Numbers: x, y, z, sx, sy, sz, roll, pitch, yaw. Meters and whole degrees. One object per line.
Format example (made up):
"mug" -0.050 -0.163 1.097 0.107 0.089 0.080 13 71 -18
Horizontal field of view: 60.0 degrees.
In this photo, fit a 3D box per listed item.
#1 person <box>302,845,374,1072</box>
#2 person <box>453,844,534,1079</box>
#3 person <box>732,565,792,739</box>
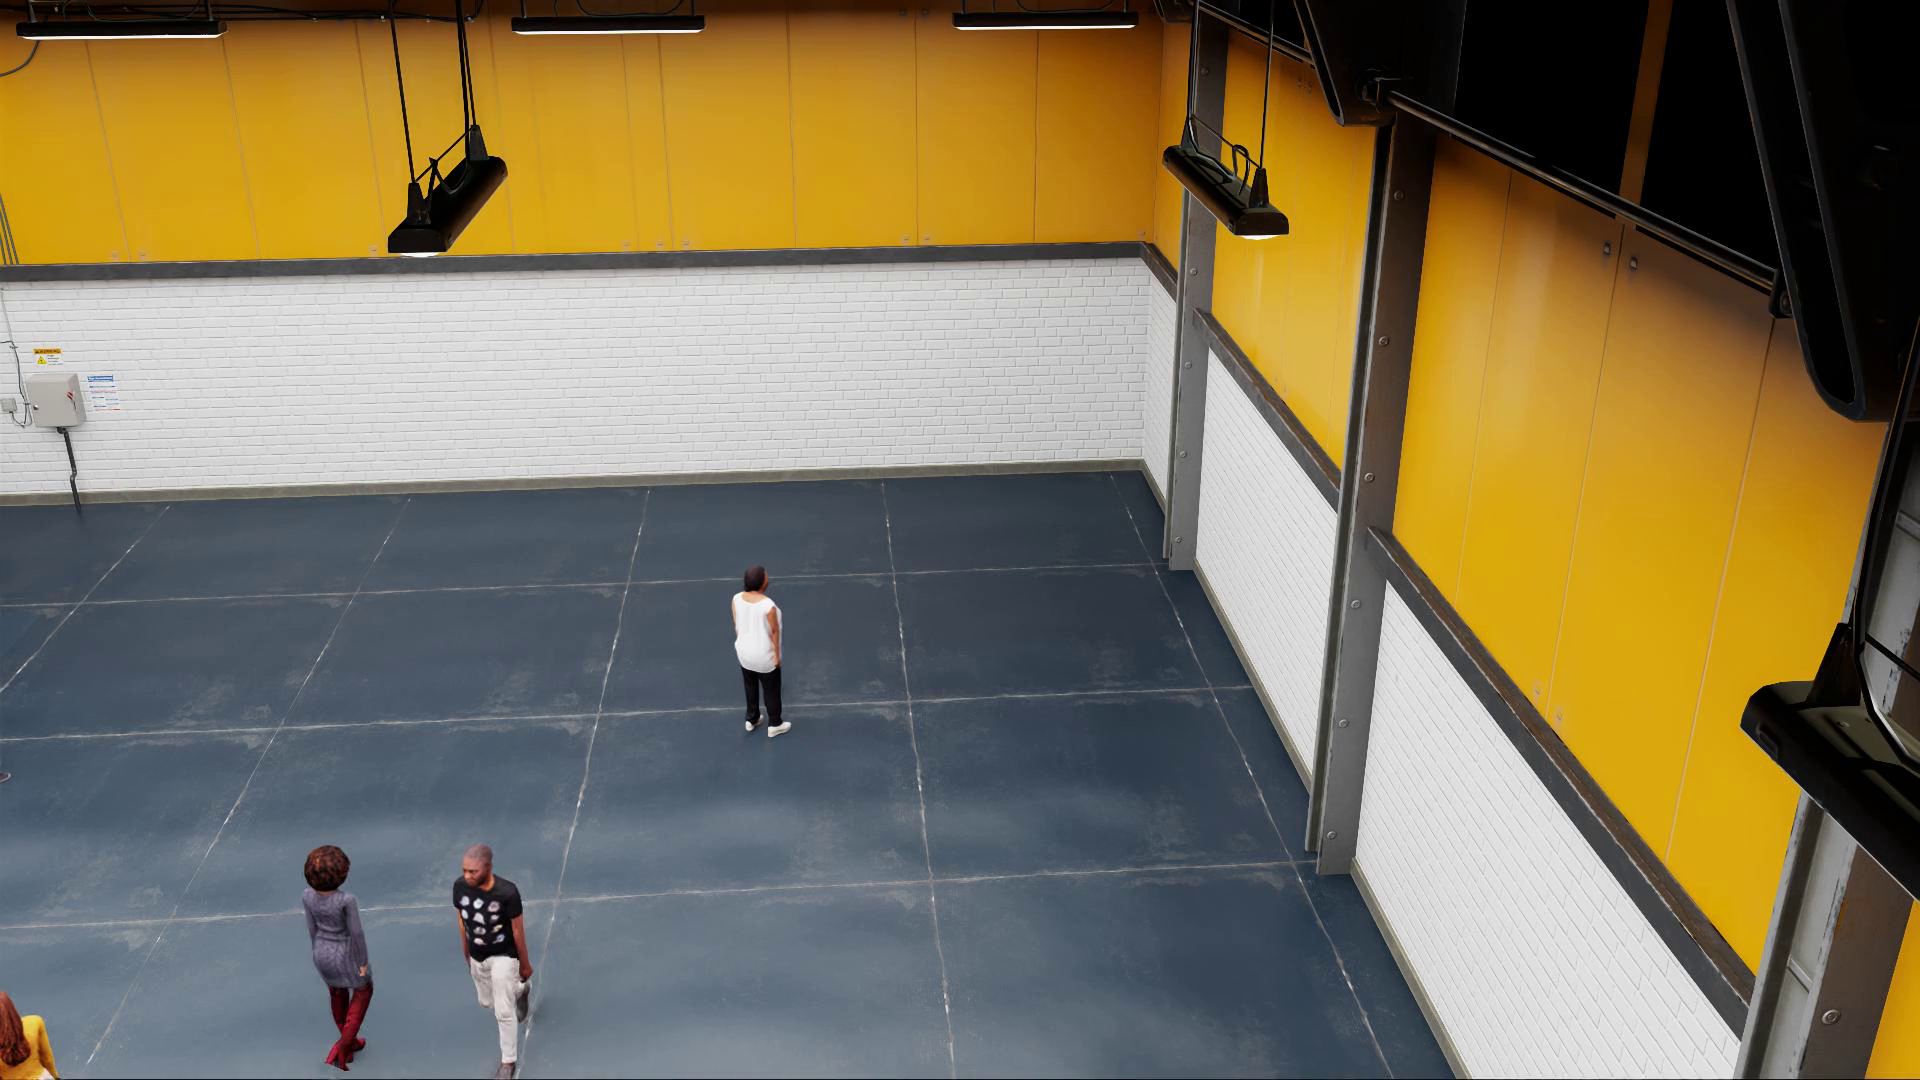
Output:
"person" -4.216 2.871 11.192 0.695 1.697 0.833 3 24 7
"person" -3.109 2.781 11.289 0.861 1.783 1.133 5 24 11
"person" -1.853 1.012 15.456 0.764 1.687 0.806 15 28 31
